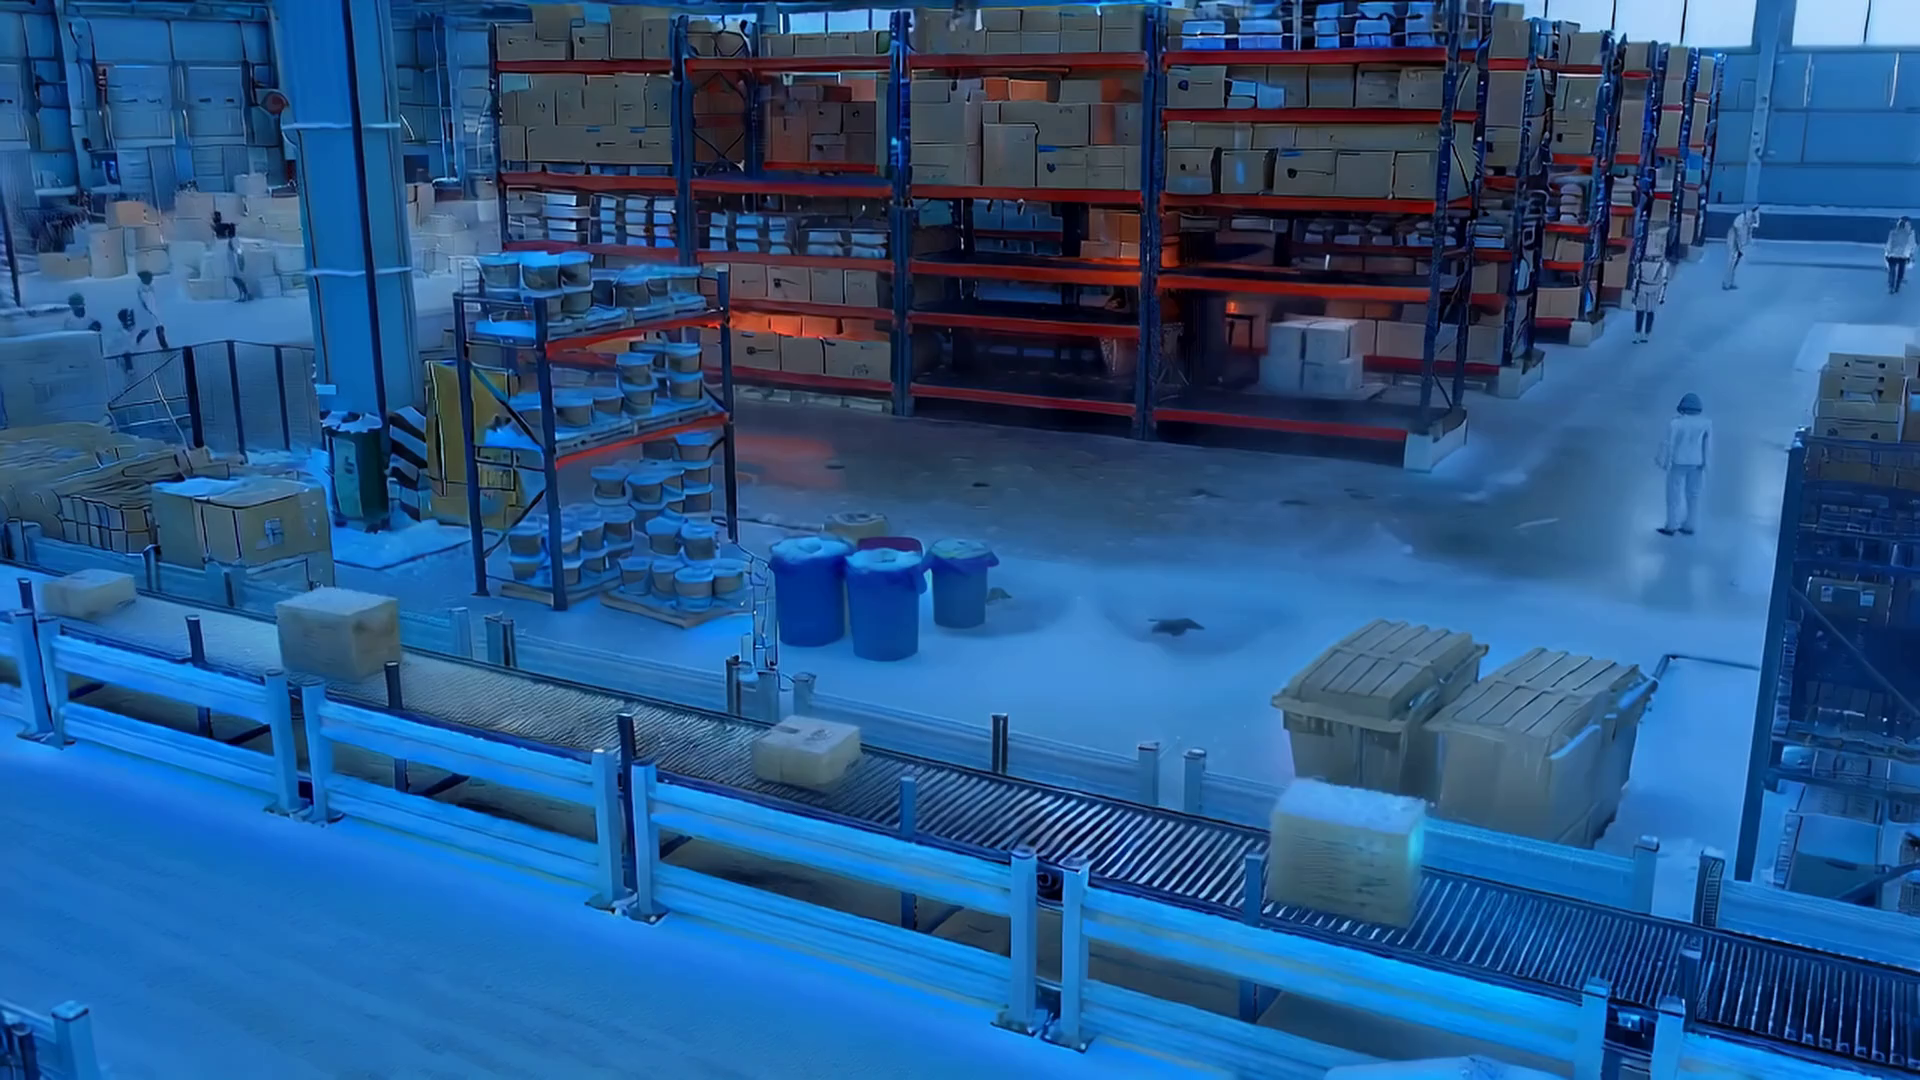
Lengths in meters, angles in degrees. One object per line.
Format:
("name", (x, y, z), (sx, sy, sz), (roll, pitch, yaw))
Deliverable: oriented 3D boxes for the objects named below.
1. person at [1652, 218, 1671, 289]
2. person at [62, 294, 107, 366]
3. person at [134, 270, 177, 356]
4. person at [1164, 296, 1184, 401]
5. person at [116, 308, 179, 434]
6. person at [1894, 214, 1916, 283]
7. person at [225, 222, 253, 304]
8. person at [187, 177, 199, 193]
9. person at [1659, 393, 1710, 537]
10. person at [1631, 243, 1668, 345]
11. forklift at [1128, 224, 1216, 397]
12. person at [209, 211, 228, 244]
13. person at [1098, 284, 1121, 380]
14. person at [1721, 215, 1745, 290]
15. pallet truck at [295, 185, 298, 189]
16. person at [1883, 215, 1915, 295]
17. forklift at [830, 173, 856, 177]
("person", (17.979, -7.402, 42.967), (0.861, 1.804, 0.648), (1, 15, 3))
("person", (-13.635, -2.896, 25.911), (0.535, 1.884, 0.973), (-1, 15, -5))
("person", (-15.511, -4.319, 31.680), (0.861, 1.657, 0.539), (-1, 15, -5))
("person", (3.465, -3.114, 27.074), (0.315, 1.696, 0.540), (-3, 15, -11))
("person", (-12.067, -2.492, 24.470), (0.914, 1.829, 0.558), (-13, 19, -39))
("person", (25.066, -7.736, 44.185), (0.509, 1.826, 0.585), (-7, 16, -24))
("person", (-17.256, -6.592, 39.659), (0.428, 1.948, 0.652), (-8, 17, -28))
("person", (-31.734, -14.215, 68.935), (0.530, 1.620, 0.429), (7, 16, 24))
("person", (8.146, -0.837, 18.680), (0.508, 1.611, 0.346), (-4, 15, -14))
("person", (13.630, -4.848, 32.954), (0.636, 2.024, 0.686), (8, 17, 26))
("forklift", (3.819, -3.750, 27.197), (1.873, 2.768, 1.129), (8, 17, 28))
("person", (-19.512, -7.716, 43.949), (0.373, 1.916, 0.596), (6, 16, 23))
("person", (2.528, -3.600, 28.514), (0.401, 1.901, 0.642), (-2, 15, -9))
("person", (19.945, -7.386, 42.764), (0.646, 1.897, 0.396), (-13, 20, -40))
("pallet truck", (-26.804, -14.617, 69.738), (1.885, 1.965, 0.823), (-14, 20, -42))
("person", (23.510, -7.144, 41.672), (0.634, 1.975, 0.468), (10, 18, 33))
("forklift", (-3.910, -11.342, 55.737), (1.129, 2.768, 1.873), (8, 17, 28))
